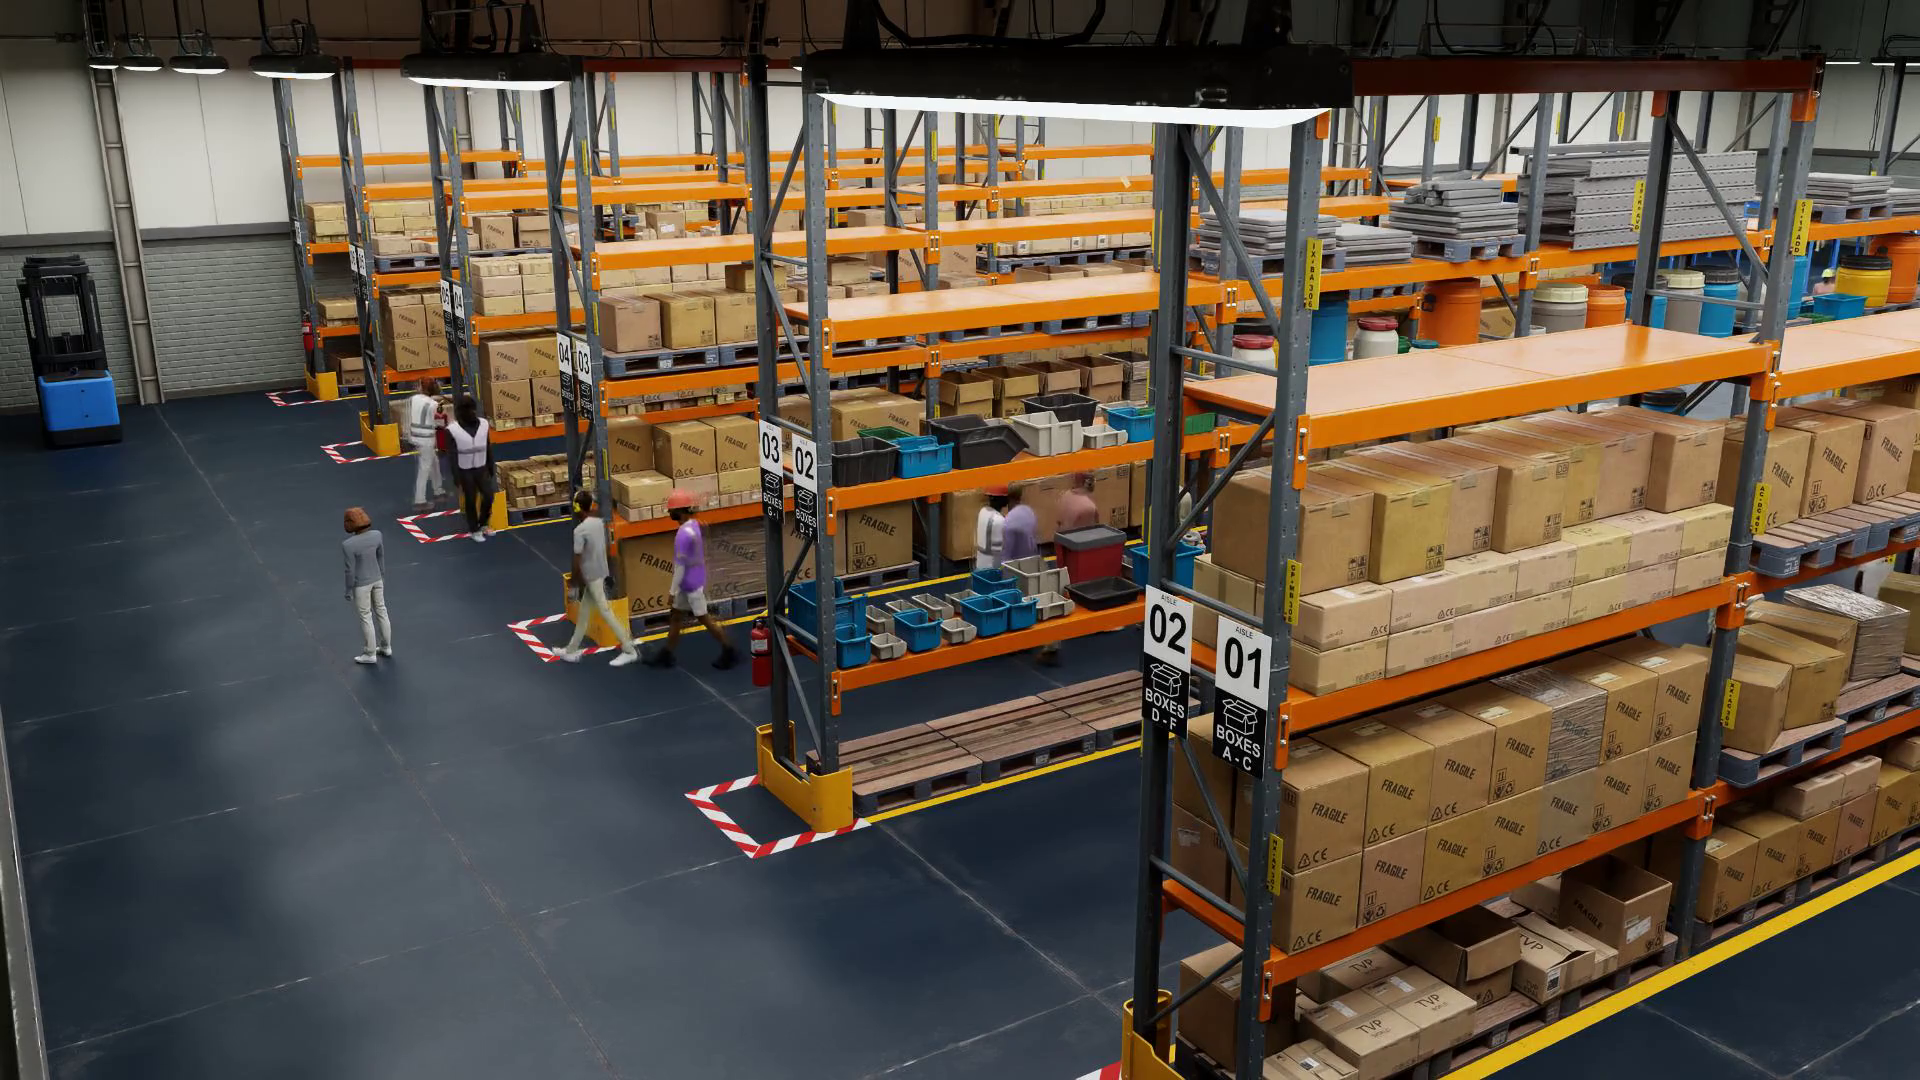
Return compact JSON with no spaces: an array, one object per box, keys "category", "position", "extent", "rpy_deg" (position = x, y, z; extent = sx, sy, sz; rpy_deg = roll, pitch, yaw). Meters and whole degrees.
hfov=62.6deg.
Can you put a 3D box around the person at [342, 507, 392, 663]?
[{"category":"person","position":[-6.084,0.453,16.161],"extent":[0.288,1.633,0.497],"rpy_deg":[8,19,25]}]

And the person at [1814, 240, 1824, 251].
[{"category":"person","position":[27.806,-10.156,50.979],"extent":[0.518,1.615,0.533],"rpy_deg":[2,17,6]}]

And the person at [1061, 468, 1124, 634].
[{"category":"person","position":[1.300,0.108,16.903],"extent":[0.895,1.872,0.662],"rpy_deg":[-6,18,-20]}]

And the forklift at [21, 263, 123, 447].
[{"category":"forklift","position":[-14.518,-3.079,25.708],"extent":[1.129,2.768,1.873],"rpy_deg":[-10,20,-31]}]

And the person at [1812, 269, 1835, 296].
[{"category":"person","position":[18.374,-4.905,33.581],"extent":[0.538,1.718,0.902],"rpy_deg":[14,22,39]}]

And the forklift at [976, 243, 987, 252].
[{"category":"forklift","position":[0.988,-5.474,34.718],"extent":[1.214,2.155,2.313],"rpy_deg":[-10,20,-31]}]

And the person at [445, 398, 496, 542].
[{"category":"person","position":[-6.223,-0.897,20.150],"extent":[0.618,1.886,0.463],"rpy_deg":[-14,22,-39]}]

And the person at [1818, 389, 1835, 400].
[{"category":"person","position":[15.310,-3.162,27.480],"extent":[0.615,1.945,0.404],"rpy_deg":[-2,17,-6]}]

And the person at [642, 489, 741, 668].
[{"category":"person","position":[-2.709,0.405,15.892],"extent":[0.994,1.893,0.562],"rpy_deg":[-2,17,-5]}]

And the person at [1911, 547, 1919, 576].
[{"category":"person","position":[10.836,-0.106,17.642],"extent":[0.508,1.847,0.612],"rpy_deg":[13,21,37]}]

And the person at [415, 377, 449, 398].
[{"category":"person","position":[-8.906,-2.835,26.466],"extent":[1.081,1.928,0.610],"rpy_deg":[-11,20,-32]}]

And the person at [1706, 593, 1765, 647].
[{"category":"person","position":[7.118,0.944,14.545],"extent":[0.315,1.636,0.515],"rpy_deg":[-8,19,-25]}]

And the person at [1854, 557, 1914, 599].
[{"category":"person","position":[8.736,0.668,15.092],"extent":[0.503,1.846,0.549],"rpy_deg":[-12,21,-34]}]

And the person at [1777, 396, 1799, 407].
[{"category":"person","position":[14.296,-3.000,27.075],"extent":[0.592,1.889,0.948],"rpy_deg":[7,18,23]}]

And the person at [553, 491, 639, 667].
[{"category":"person","position":[-3.753,0.404,16.044],"extent":[0.946,1.807,0.614],"rpy_deg":[2,17,8]}]

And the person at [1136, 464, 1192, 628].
[{"category":"person","position":[2.190,0.036,16.919],"extent":[0.380,1.993,0.610],"rpy_deg":[-14,22,-39]}]

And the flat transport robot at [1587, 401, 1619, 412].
[{"category":"flat transport robot","position":[11.162,-2.179,27.160],"extent":[1.431,0.197,0.652],"rpy_deg":[-12,21,-35]}]

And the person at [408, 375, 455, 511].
[{"category":"person","position":[-7.268,-1.363,21.745],"extent":[0.592,1.849,0.840],"rpy_deg":[14,22,38]}]

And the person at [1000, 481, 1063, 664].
[{"category":"person","position":[0.609,0.310,16.202],"extent":[1.023,1.894,0.663],"rpy_deg":[7,18,21]}]

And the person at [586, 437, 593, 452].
[{"category":"person","position":[-5.311,-1.948,23.749],"extent":[0.872,1.792,0.621],"rpy_deg":[-15,22,-40]}]

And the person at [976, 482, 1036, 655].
[{"category":"person","position":[0.466,0.277,16.265],"extent":[0.807,1.908,0.578],"rpy_deg":[-7,18,-21]}]

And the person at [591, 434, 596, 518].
[{"category":"person","position":[-4.577,-0.809,20.370],"extent":[0.864,1.592,0.509],"rpy_deg":[-3,17,-9]}]
